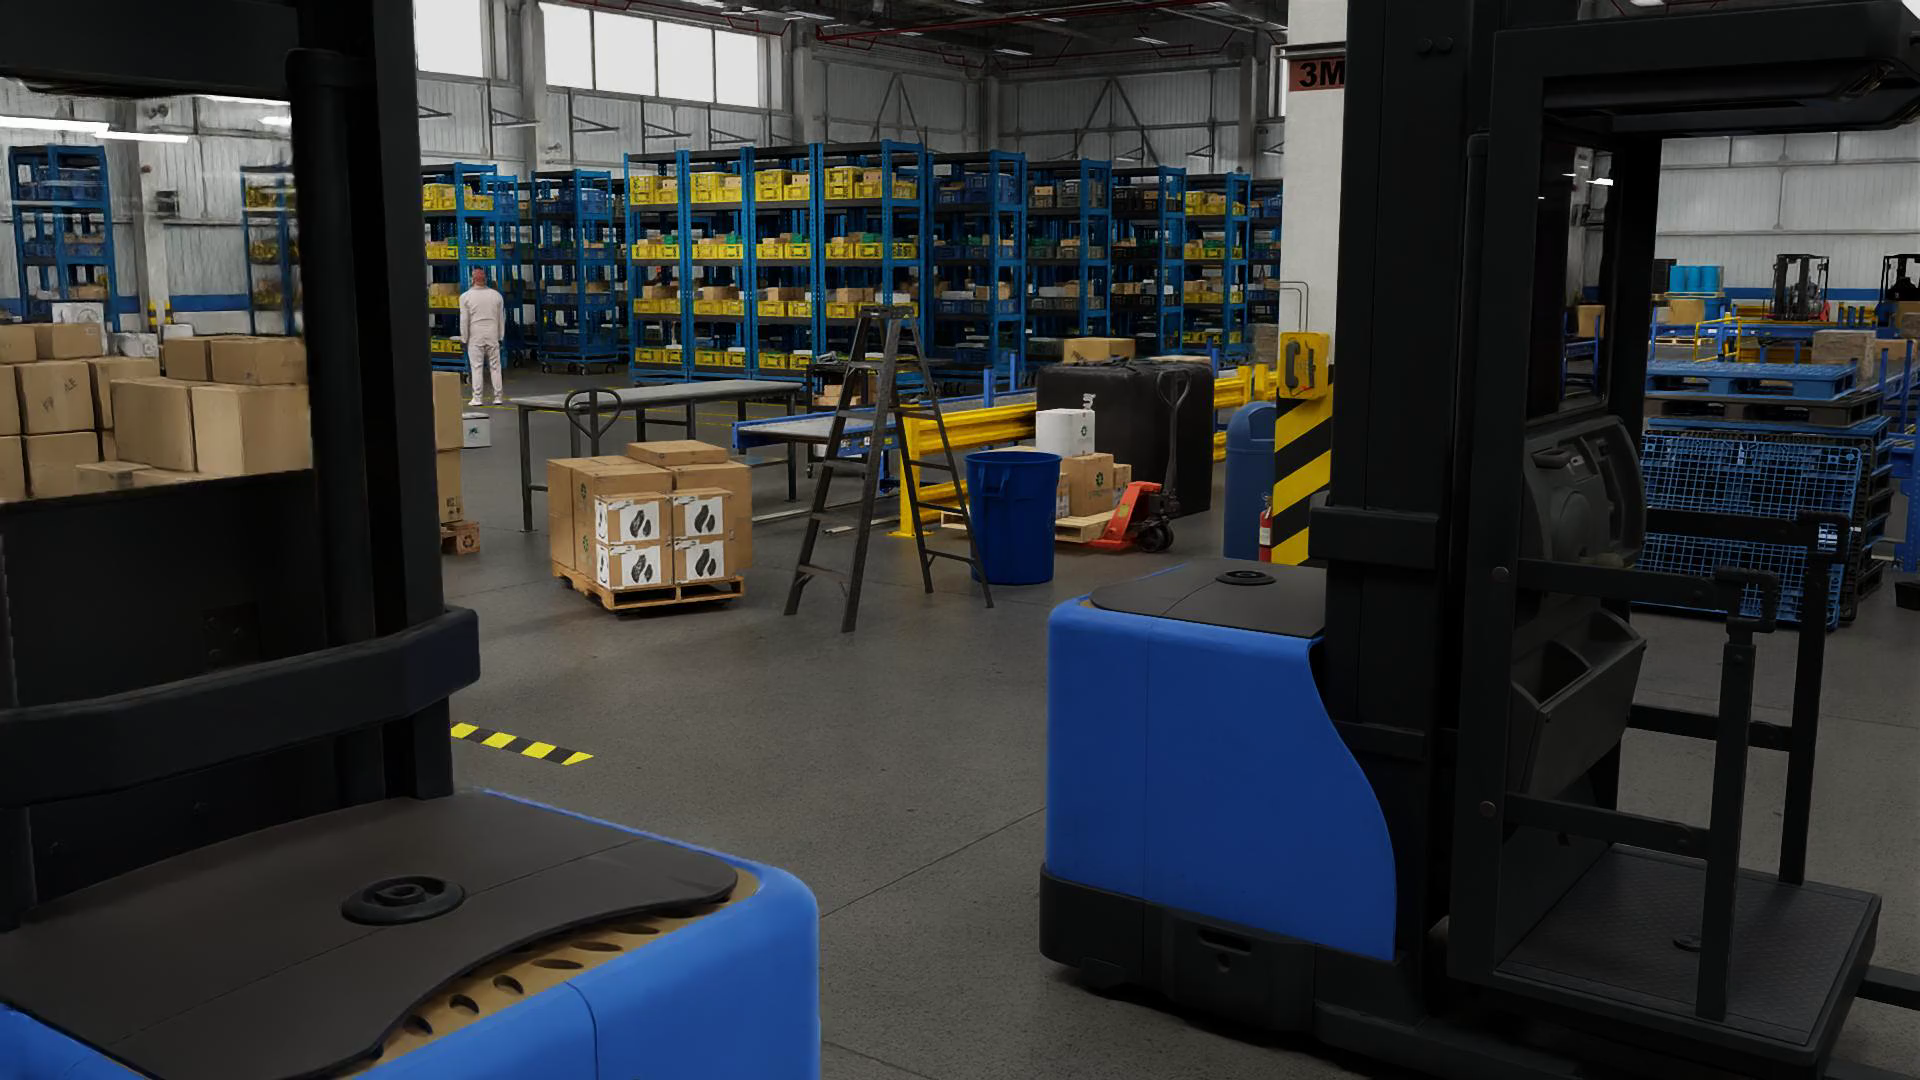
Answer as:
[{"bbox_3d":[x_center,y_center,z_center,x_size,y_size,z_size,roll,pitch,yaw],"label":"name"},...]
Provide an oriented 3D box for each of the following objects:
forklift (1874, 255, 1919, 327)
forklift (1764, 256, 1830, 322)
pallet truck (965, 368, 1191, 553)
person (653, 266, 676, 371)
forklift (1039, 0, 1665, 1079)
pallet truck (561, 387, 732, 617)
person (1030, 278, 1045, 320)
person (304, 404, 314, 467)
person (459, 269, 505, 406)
[{"bbox_3d":[22.089,-5.634,38.796,1.157,1.987,2.680,6,11,33],"label":"forklift"},{"bbox_3d":[20.253,-5.854,40.139,1.157,1.987,2.680,7,12,35],"label":"forklift"},{"bbox_3d":[0.845,-0.609,11.869,1.630,1.274,0.653,7,12,35],"label":"pallet truck"},{"bbox_3d":[-5.419,-4.092,30.568,0.404,1.989,0.628,-6,11,-31],"label":"person"},{"bbox_3d":[1.249,-0.137,4.360,1.873,2.768,1.129,7,12,35],"label":"forklift"},{"bbox_3d":[-1.981,-0.274,10.088,0.680,1.201,1.601,-5,11,-28],"label":"pallet truck"},{"bbox_3d":[1.780,-5.172,37.550,0.580,1.807,0.945,7,12,34],"label":"person"},{"bbox_3d":[-2.991,-0.166,8.231,0.284,1.636,0.500,4,11,25],"label":"person"},{"bbox_3d":[-6.689,-2.825,23.257,0.638,1.911,0.406,-7,12,-36],"label":"person"}]
